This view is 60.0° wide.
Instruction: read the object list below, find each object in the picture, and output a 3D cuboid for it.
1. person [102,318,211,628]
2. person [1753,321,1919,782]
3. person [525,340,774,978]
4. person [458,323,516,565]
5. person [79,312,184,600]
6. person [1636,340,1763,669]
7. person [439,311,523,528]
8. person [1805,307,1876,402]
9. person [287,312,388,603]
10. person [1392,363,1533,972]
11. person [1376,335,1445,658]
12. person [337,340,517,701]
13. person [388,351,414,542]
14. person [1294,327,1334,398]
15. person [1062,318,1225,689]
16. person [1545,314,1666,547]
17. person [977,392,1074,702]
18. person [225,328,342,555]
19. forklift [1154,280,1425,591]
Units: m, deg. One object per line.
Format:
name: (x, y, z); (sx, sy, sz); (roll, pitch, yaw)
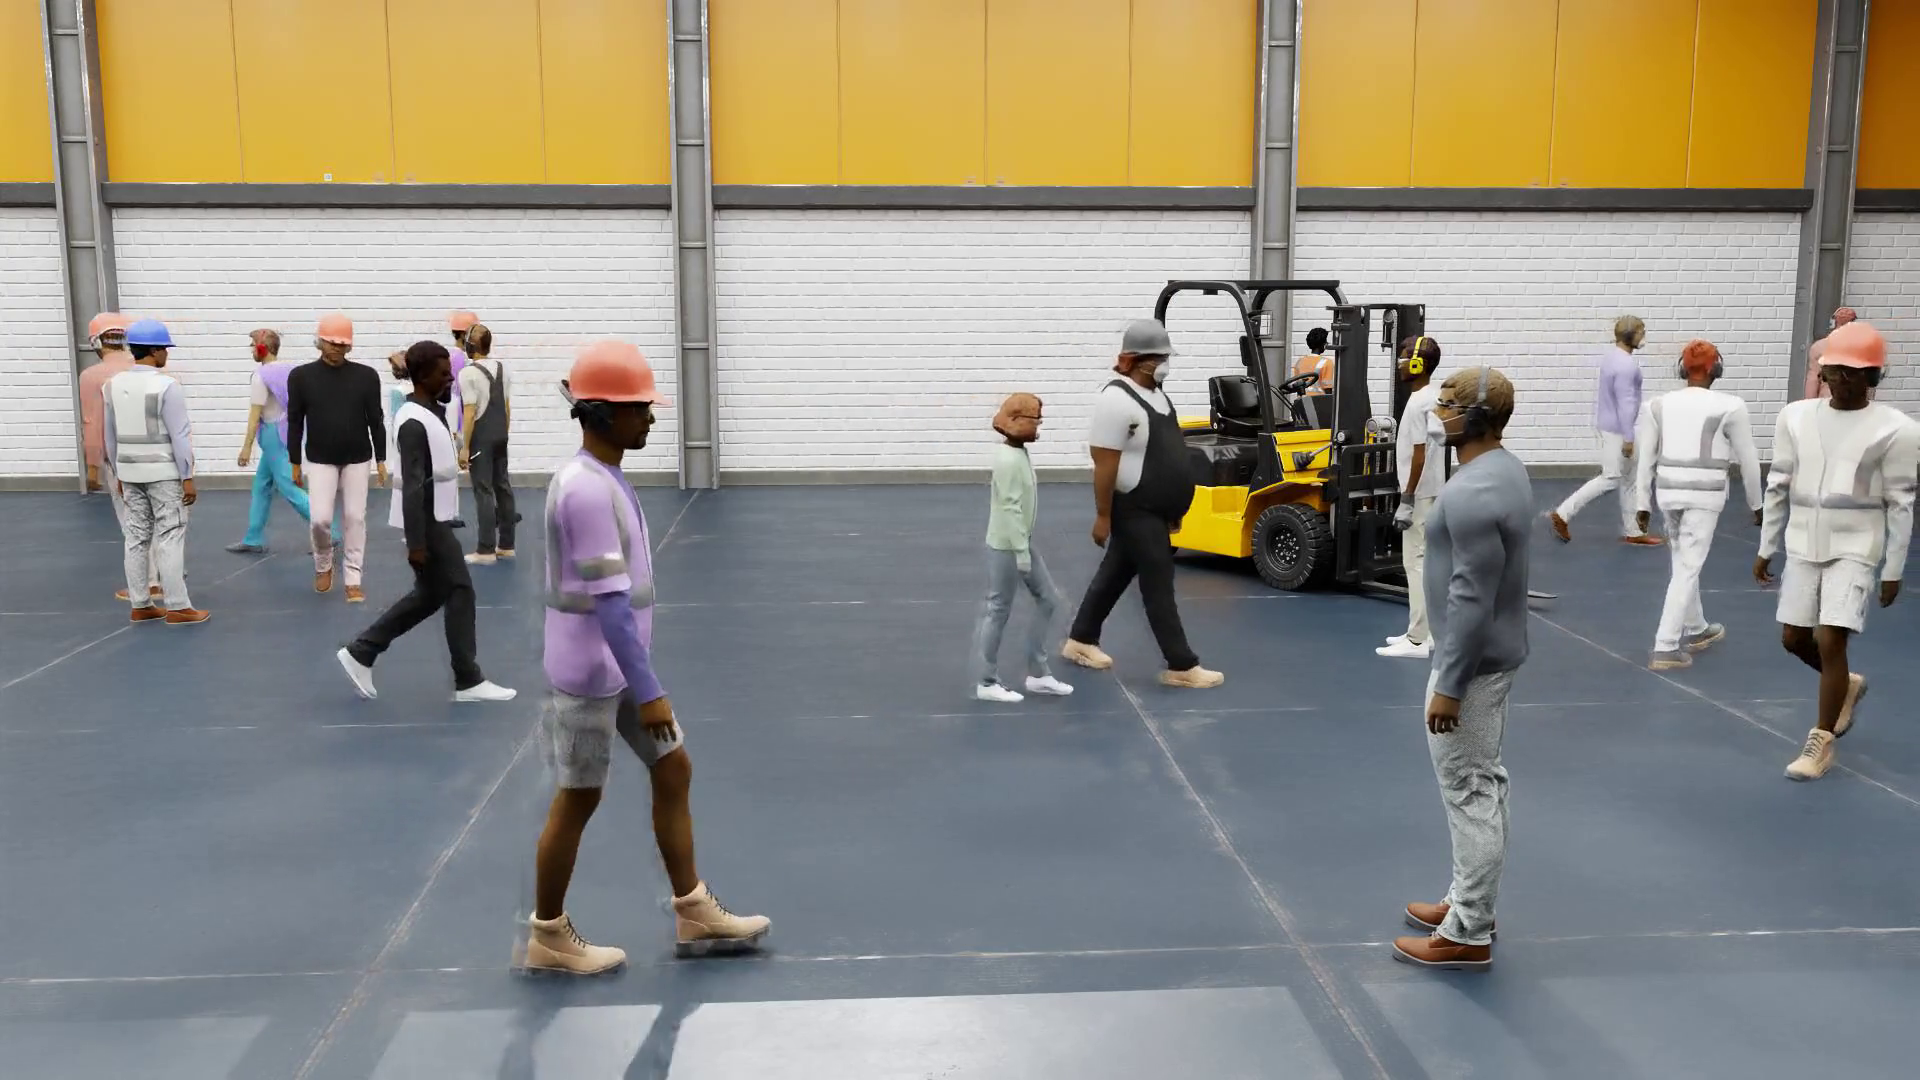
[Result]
person: (-5.059, -0.414, 10.461); (0.623, 1.945, 0.405); (3, 10, 19)
person: (3.939, 0.034, 7.430); (0.788, 2.020, 0.622); (-7, 11, -36)
person: (-0.976, 0.396, 5.173); (0.909, 2.007, 0.619); (0, 9, -1)
person: (-3.643, -0.729, 12.749); (0.349, 1.847, 0.505); (5, 10, 27)
person: (-5.689, -0.559, 11.305); (0.497, 1.960, 0.643); (2, 9, 13)
person: (4.254, -0.212, 9.515); (0.942, 1.840, 0.596); (-6, 11, -34)
person: (-4.255, -1.039, 14.531); (0.902, 1.897, 0.551); (-4, 10, -21)
person: (8.480, -1.290, 16.073); (0.636, 1.911, 0.406); (1, 9, 8)
person: (-4.208, -0.550, 11.258); (0.623, 1.967, 0.427); (-4, 10, -24)
person: (1.624, 0.406, 5.331); (0.370, 1.940, 0.630); (4, 10, 24)
person: (2.638, -0.249, 9.660); (0.326, 1.871, 0.520); (5, 10, 27)
person: (-2.782, -0.081, 8.546); (0.839, 1.889, 0.598); (-2, 9, -11)
person: (-4.375, -0.734, 13.529); (0.641, 1.620, 0.584); (3, 10, 18)
person: (3.582, -1.302, 16.837); (0.320, 1.694, 0.531); (-5, 10, -27)
person: (0.972, -0.246, 9.100); (1.008, 2.000, 0.692); (5, 10, 26)
person: (5.283, -0.879, 13.517); (0.890, 1.910, 0.638); (2, 9, 13)
person: (0.362, 0.050, 8.560); (0.616, 1.609, 0.536); (2, 9, 13)
person: (-5.358, -0.765, 13.105); (0.945, 1.805, 0.582); (0, 9, -3)
forklift: (2.301, -0.860, 12.475); (1.214, 2.155, 2.313); (-6, 11, -35)
